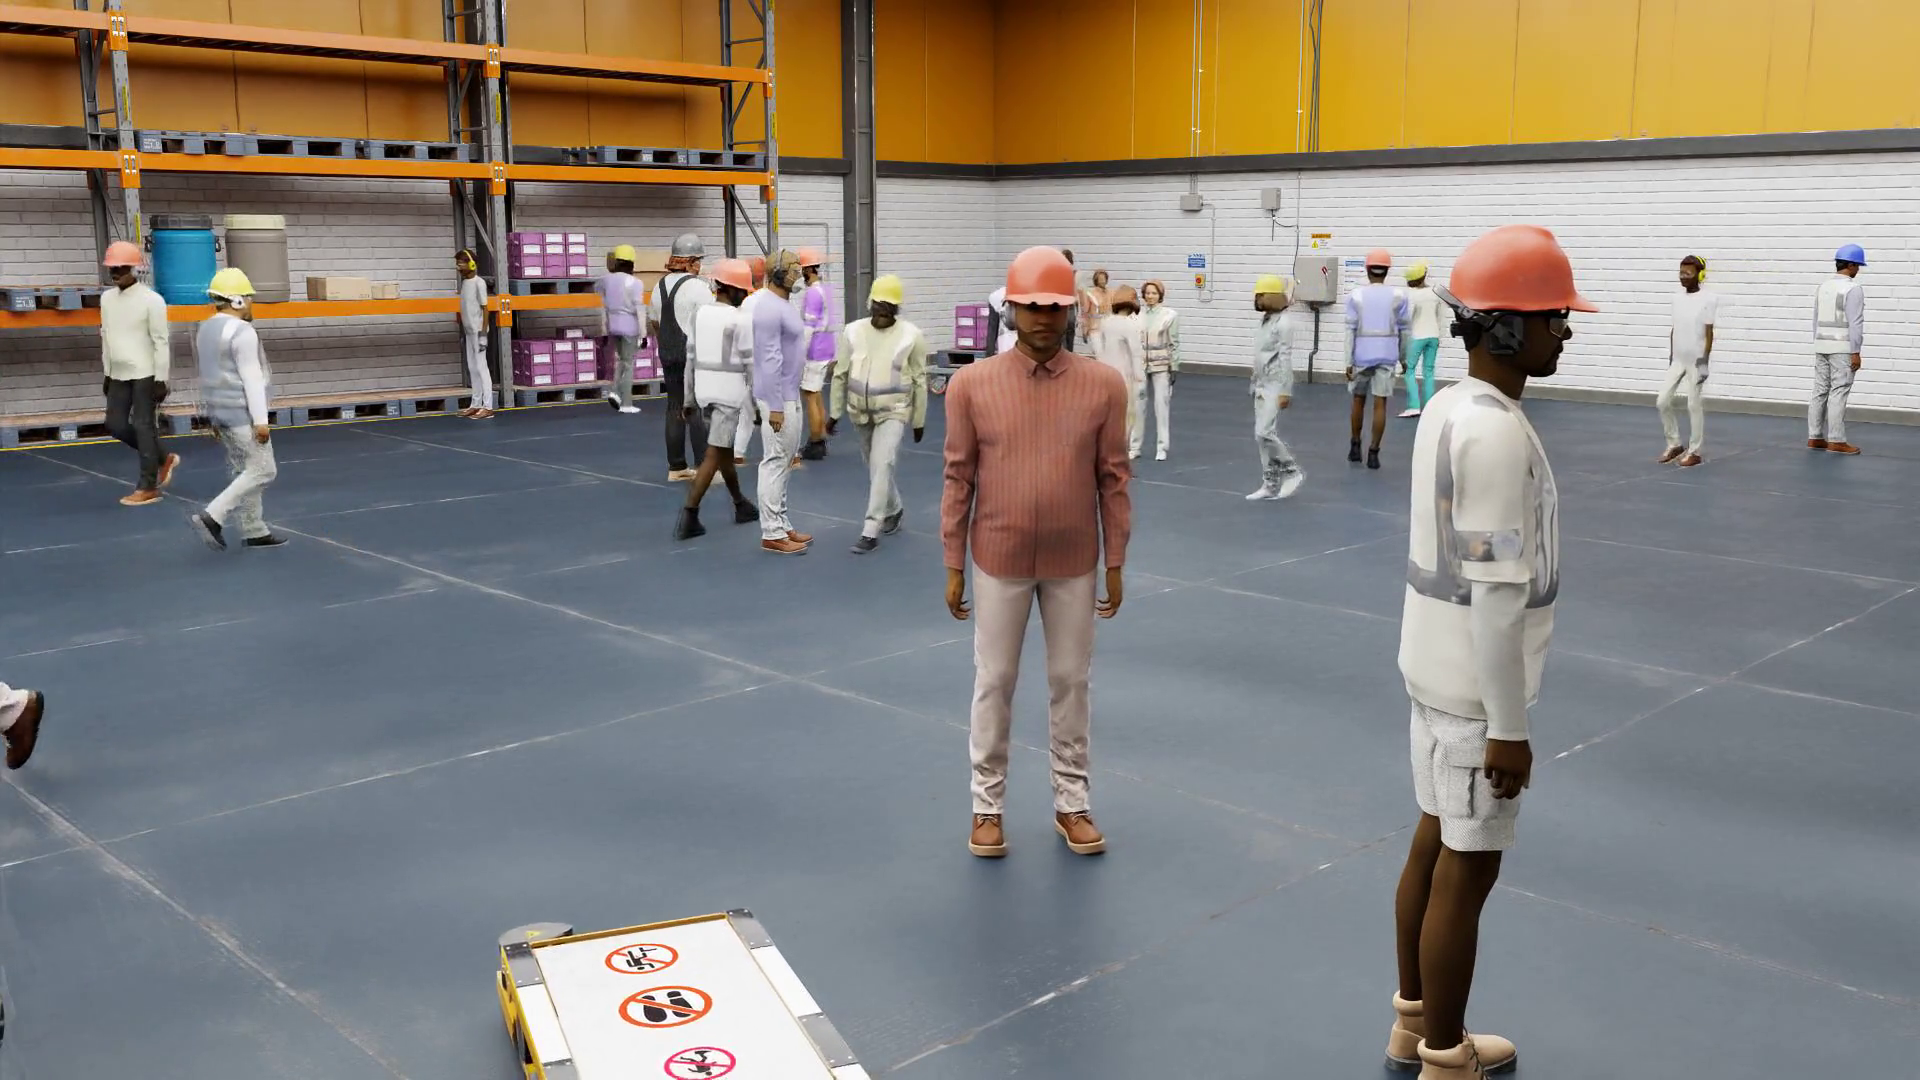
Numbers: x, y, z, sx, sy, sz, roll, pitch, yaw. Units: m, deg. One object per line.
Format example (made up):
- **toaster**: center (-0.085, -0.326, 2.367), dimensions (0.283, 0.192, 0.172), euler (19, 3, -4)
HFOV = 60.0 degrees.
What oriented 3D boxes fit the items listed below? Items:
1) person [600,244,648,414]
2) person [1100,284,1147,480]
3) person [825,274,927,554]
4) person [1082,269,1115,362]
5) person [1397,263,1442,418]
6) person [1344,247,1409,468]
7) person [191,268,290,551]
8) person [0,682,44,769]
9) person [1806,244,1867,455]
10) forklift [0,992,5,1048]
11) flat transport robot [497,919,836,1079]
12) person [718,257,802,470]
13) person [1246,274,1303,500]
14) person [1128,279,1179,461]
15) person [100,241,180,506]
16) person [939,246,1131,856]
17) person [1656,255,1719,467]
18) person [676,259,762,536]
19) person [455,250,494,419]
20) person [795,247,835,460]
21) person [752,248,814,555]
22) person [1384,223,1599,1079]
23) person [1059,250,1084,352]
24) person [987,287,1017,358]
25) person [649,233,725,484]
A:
- **person**: center (-3.796, -2.394, 18.933), dimensions (0.616, 1.914, 0.428), euler (6, 12, 29)
- **person**: center (1.384, -1.306, 13.810), dimensions (0.444, 1.612, 0.550), euler (-5, 12, -27)
- **person**: center (-0.510, -0.849, 10.888), dimensions (0.595, 1.791, 0.940), euler (4, 11, 23)
- **person**: center (1.797, -2.675, 21.347), dimensions (0.528, 1.599, 0.826), euler (-6, 12, -28)
- **person**: center (5.121, -2.189, 18.403), dimensions (0.574, 1.732, 0.346), euler (-5, 11, -24)
- **person**: center (3.665, -1.607, 14.680), dimensions (0.556, 1.910, 0.795), euler (3, 11, 14)
- **person**: center (-4.585, -0.798, 10.490), dimensions (0.607, 1.819, 0.588), euler (9, 14, 41)
- **person**: center (-3.854, 0.017, 5.931), dimensions (0.829, 1.879, 0.647), euler (-7, 13, -34)
- **person**: center (8.158, -1.767, 15.447), dimensions (0.393, 1.943, 0.602), euler (-2, 11, -8)
- **forklift**: center (-3.245, 0.323, 3.363), dimensions (2.313, 2.155, 1.214), euler (2, 11, 13)
- **flat transport robot**: center (-0.649, 1.198, 3.840), dimensions (0.652, 0.197, 1.431), euler (-4, 11, -22)
- **person**: center (-1.752, -1.509, 14.320), dimensions (0.895, 1.842, 0.590), euler (3, 11, 18)
- **person**: center (2.346, -1.144, 12.622), dimensions (0.371, 1.730, 0.501), euler (-3, 11, -15)
- **person**: center (1.726, -1.528, 14.997), dimensions (0.515, 1.637, 0.314), euler (5, 11, 23)
- **person**: center (-6.200, -1.261, 12.581), dimensions (0.636, 1.980, 0.558), euler (4, 11, 22)
- **person**: center (0.243, 0.059, 5.371), dimensions (0.617, 1.988, 0.404), euler (-1, 10, -5)
- **person**: center (6.356, -1.547, 14.511), dimensions (0.510, 1.851, 0.532), euler (-6, 12, -29)
- **person**: center (-1.636, -0.972, 11.339), dimensions (0.581, 1.871, 1.004), euler (7, 12, 32)
- **person**: center (-5.387, -2.271, 18.415), dimensions (0.334, 1.865, 0.521), euler (-9, 14, -40)
- **person**: center (-1.364, -1.668, 15.031), dimensions (0.459, 1.925, 0.560), euler (0, 10, 1)
- **person**: center (-1.137, -0.880, 10.623), dimensions (0.358, 1.937, 0.636), euler (1, 10, 3)
- **person**: center (1.196, 0.321, 3.785), dimensions (0.378, 2.045, 0.605), euler (1, 10, 5)
- **person**: center (1.524, -3.300, 24.192), dimensions (0.537, 1.797, 0.932), euler (-1, 10, -5)
- **person**: center (0.542, -1.697, 15.343), dimensions (0.578, 1.860, 1.069), euler (3, 11, 14)
- **person**: center (-2.173, -1.476, 13.590), dimensions (0.684, 2.000, 0.538), euler (9, 13, 39)
